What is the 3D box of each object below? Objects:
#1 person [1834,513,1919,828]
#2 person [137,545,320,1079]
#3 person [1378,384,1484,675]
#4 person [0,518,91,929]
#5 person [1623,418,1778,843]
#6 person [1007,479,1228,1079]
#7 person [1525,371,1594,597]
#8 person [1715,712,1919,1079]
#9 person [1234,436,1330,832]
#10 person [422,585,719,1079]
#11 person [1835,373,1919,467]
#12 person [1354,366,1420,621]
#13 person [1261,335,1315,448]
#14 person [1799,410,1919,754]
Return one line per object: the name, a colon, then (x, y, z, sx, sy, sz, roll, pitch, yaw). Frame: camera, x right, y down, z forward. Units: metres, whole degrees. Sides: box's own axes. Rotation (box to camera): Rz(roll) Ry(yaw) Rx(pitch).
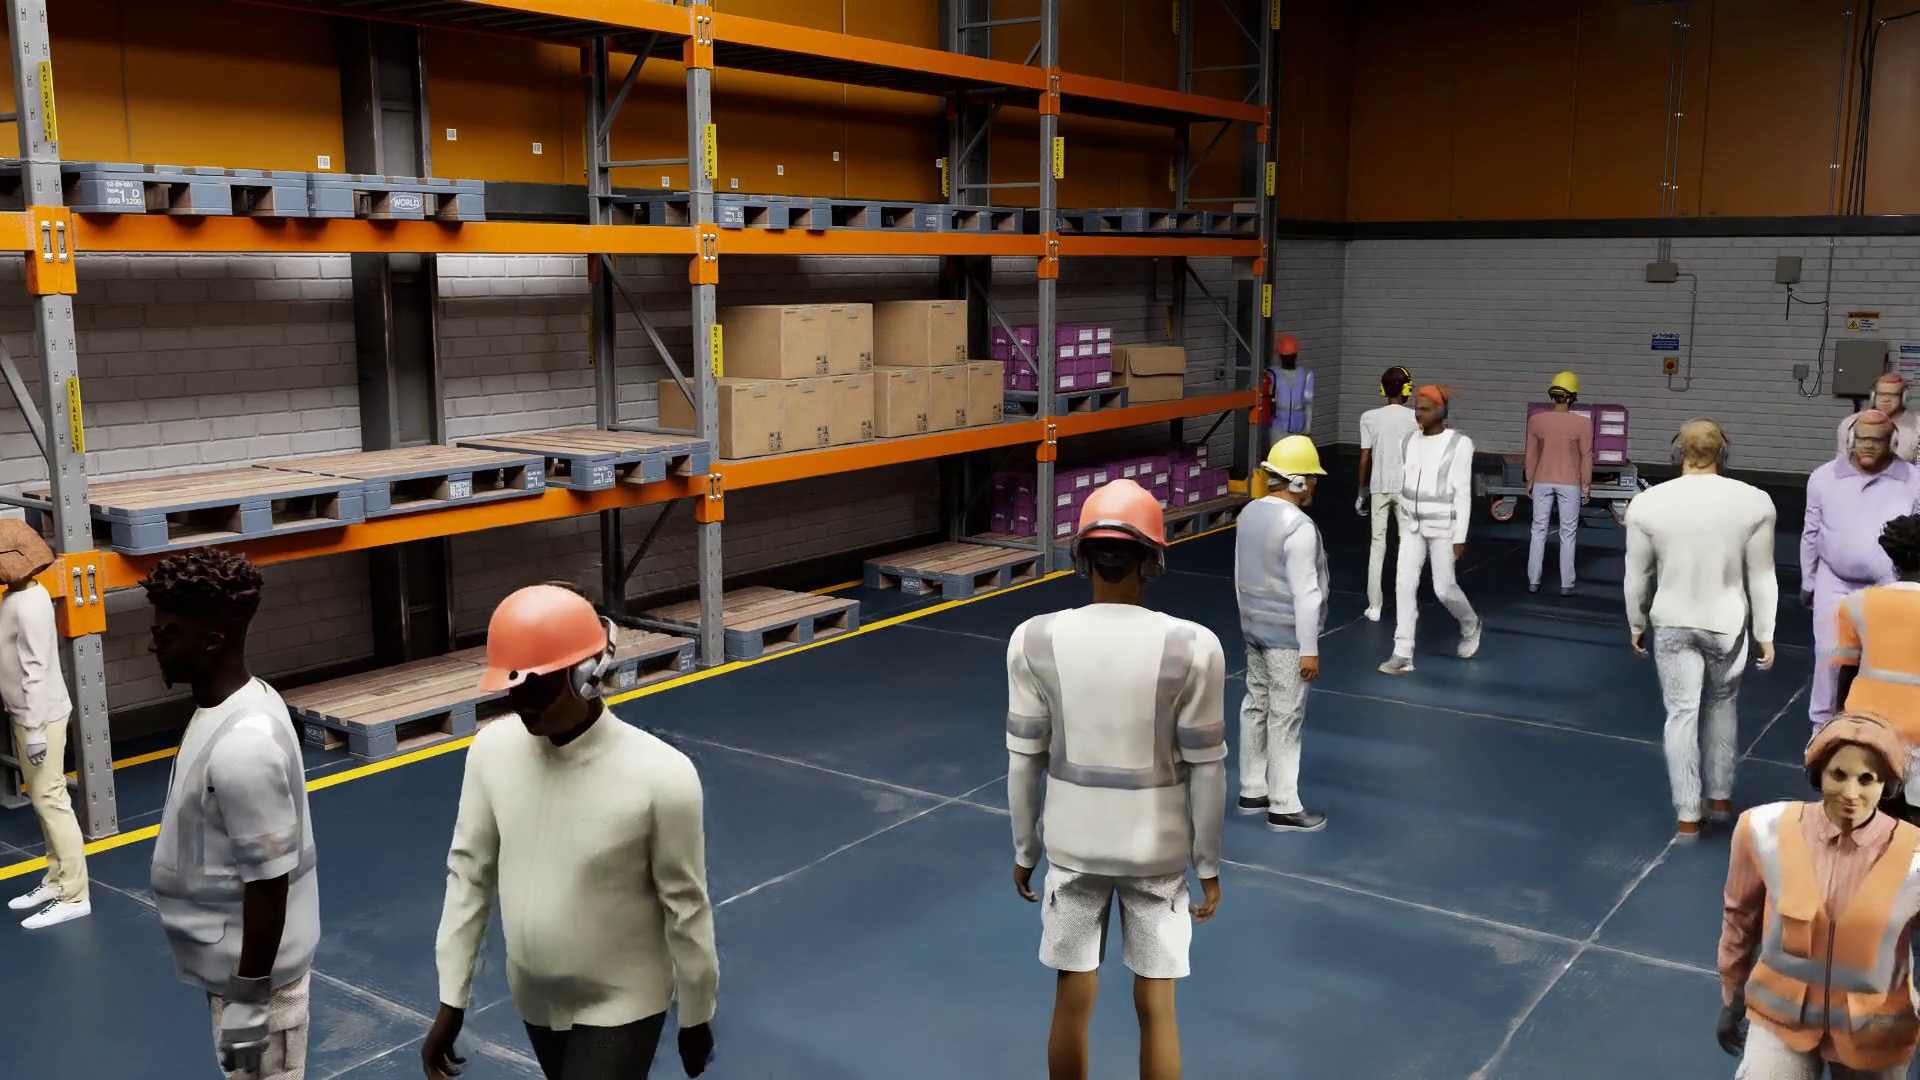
person: (3.600, 0.734, 6.409, 0.685, 1.664, 0.554, -7, 12, -37)
person: (-1.737, 0.982, 4.011, 0.363, 1.965, 0.610, -5, 11, -28)
person: (3.062, -0.078, 10.657, 0.821, 1.858, 0.586, -7, 12, -36)
person: (-3.686, 0.718, 6.605, 0.281, 1.625, 0.493, -6, 11, -33)
person: (3.383, 0.401, 7.656, 0.664, 1.902, 0.705, 4, 10, 21)
person: (0.435, 0.846, 4.621, 0.605, 2.034, 0.387, 2, 10, 14)
person: (4.693, -0.434, 13.042, 0.530, 1.768, 0.312, 7, 12, 36)
person: (2.036, 1.189, 3.888, 0.537, 1.590, 0.866, 6, 11, 33)
person: (1.503, 0.428, 7.720, 0.404, 1.827, 0.600, -3, 10, -19)
person: (-0.872, 1.042, 3.817, 0.587, 1.928, 1.025, 5, 11, 26)
person: (6.474, -0.249, 11.662, 0.657, 1.870, 0.952, 7, 12, 36)
person: (3.150, -0.330, 12.142, 0.521, 1.864, 0.335, 3, 10, 17)
person: (3.374, -1.202, 17.387, 0.567, 1.903, 0.920, 0, 10, -3)
person: (4.895, 0.211, 8.980, 0.652, 1.871, 0.933, 6, 11, 34)
